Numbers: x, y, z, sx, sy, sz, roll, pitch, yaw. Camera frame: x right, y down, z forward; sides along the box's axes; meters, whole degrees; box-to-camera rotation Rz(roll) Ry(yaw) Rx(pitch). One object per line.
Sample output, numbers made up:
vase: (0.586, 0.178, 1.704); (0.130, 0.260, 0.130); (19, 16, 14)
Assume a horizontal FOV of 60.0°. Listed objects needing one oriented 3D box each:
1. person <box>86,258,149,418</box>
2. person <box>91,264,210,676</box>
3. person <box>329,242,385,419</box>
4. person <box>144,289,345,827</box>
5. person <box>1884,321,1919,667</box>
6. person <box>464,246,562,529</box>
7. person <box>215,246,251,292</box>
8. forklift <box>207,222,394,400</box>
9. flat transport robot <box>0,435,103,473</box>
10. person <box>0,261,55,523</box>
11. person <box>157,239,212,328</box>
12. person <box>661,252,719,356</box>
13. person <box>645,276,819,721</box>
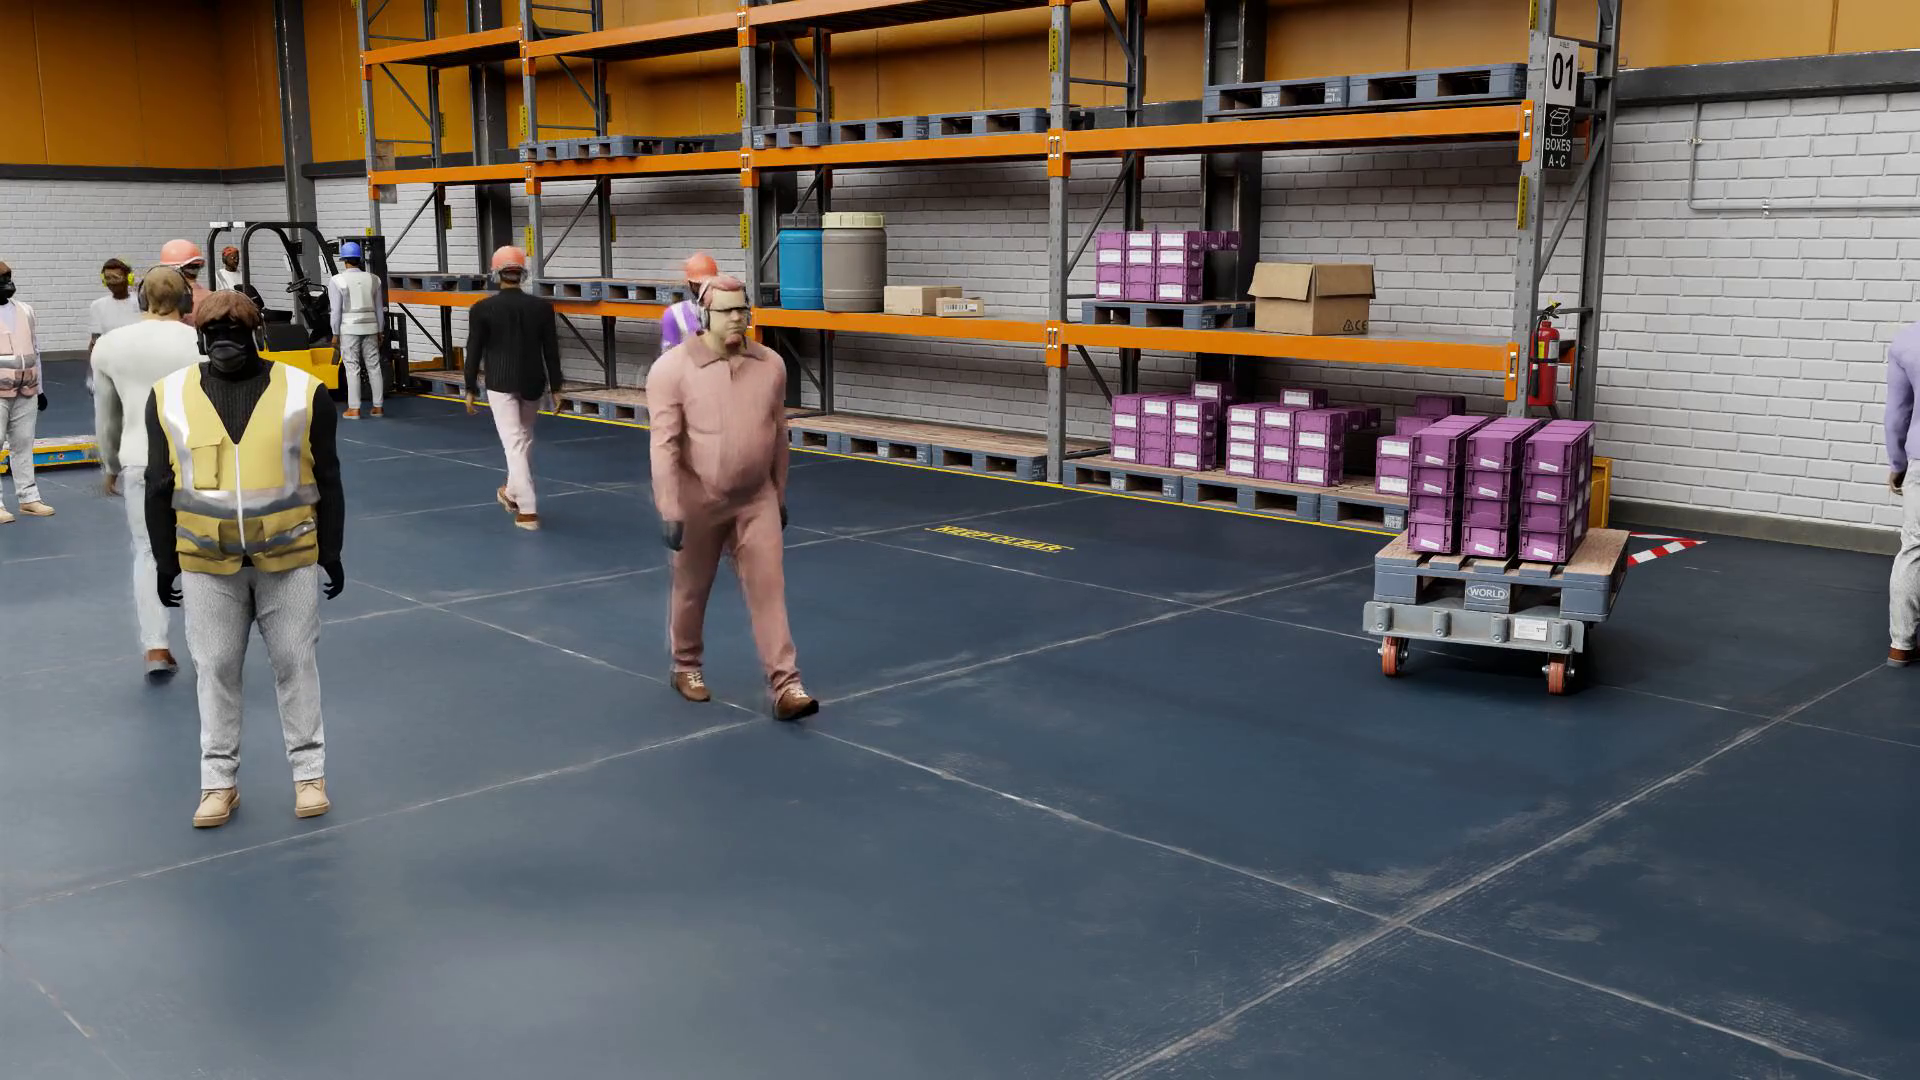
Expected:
person: (-6.729, -1.335, 13.390); (0.550, 1.826, 0.926); (-2, 11, -9)
person: (-3.710, -0.337, 7.817); (0.641, 1.899, 1.009); (-3, 11, -16)
person: (-6.670, -2.312, 18.405); (0.608, 1.946, 0.405); (-10, 14, -43)
person: (-2.450, 0.066, 5.733); (0.636, 1.840, 0.429); (-3, 11, -17)
person: (4.578, -0.337, 7.659); (0.373, 1.940, 0.629); (-8, 13, -37)
person: (-3.178, -1.088, 11.743); (0.642, 1.937, 1.008); (-7, 12, -33)
person: (-9.506, -2.891, 21.776); (0.350, 1.878, 0.567); (6, 12, 28)
forklift: (-8.169, -2.758, 20.163); (2.313, 2.155, 1.214); (-10, 14, -44)
flat transport robot: (-7.964, -0.758, 14.507); (1.431, 0.197, 0.652); (-10, 14, -44)
person: (-6.795, -1.056, 11.840); (0.429, 1.847, 0.626); (4, 11, 23)
person: (-5.257, -1.053, 11.416); (0.401, 1.990, 0.622); (2, 11, 10)
person: (-1.784, -1.024, 11.482); (0.575, 1.912, 0.630); (-5, 11, -24)
person: (-0.970, -0.169, 6.983); (0.673, 1.850, 1.011); (-6, 12, -30)
